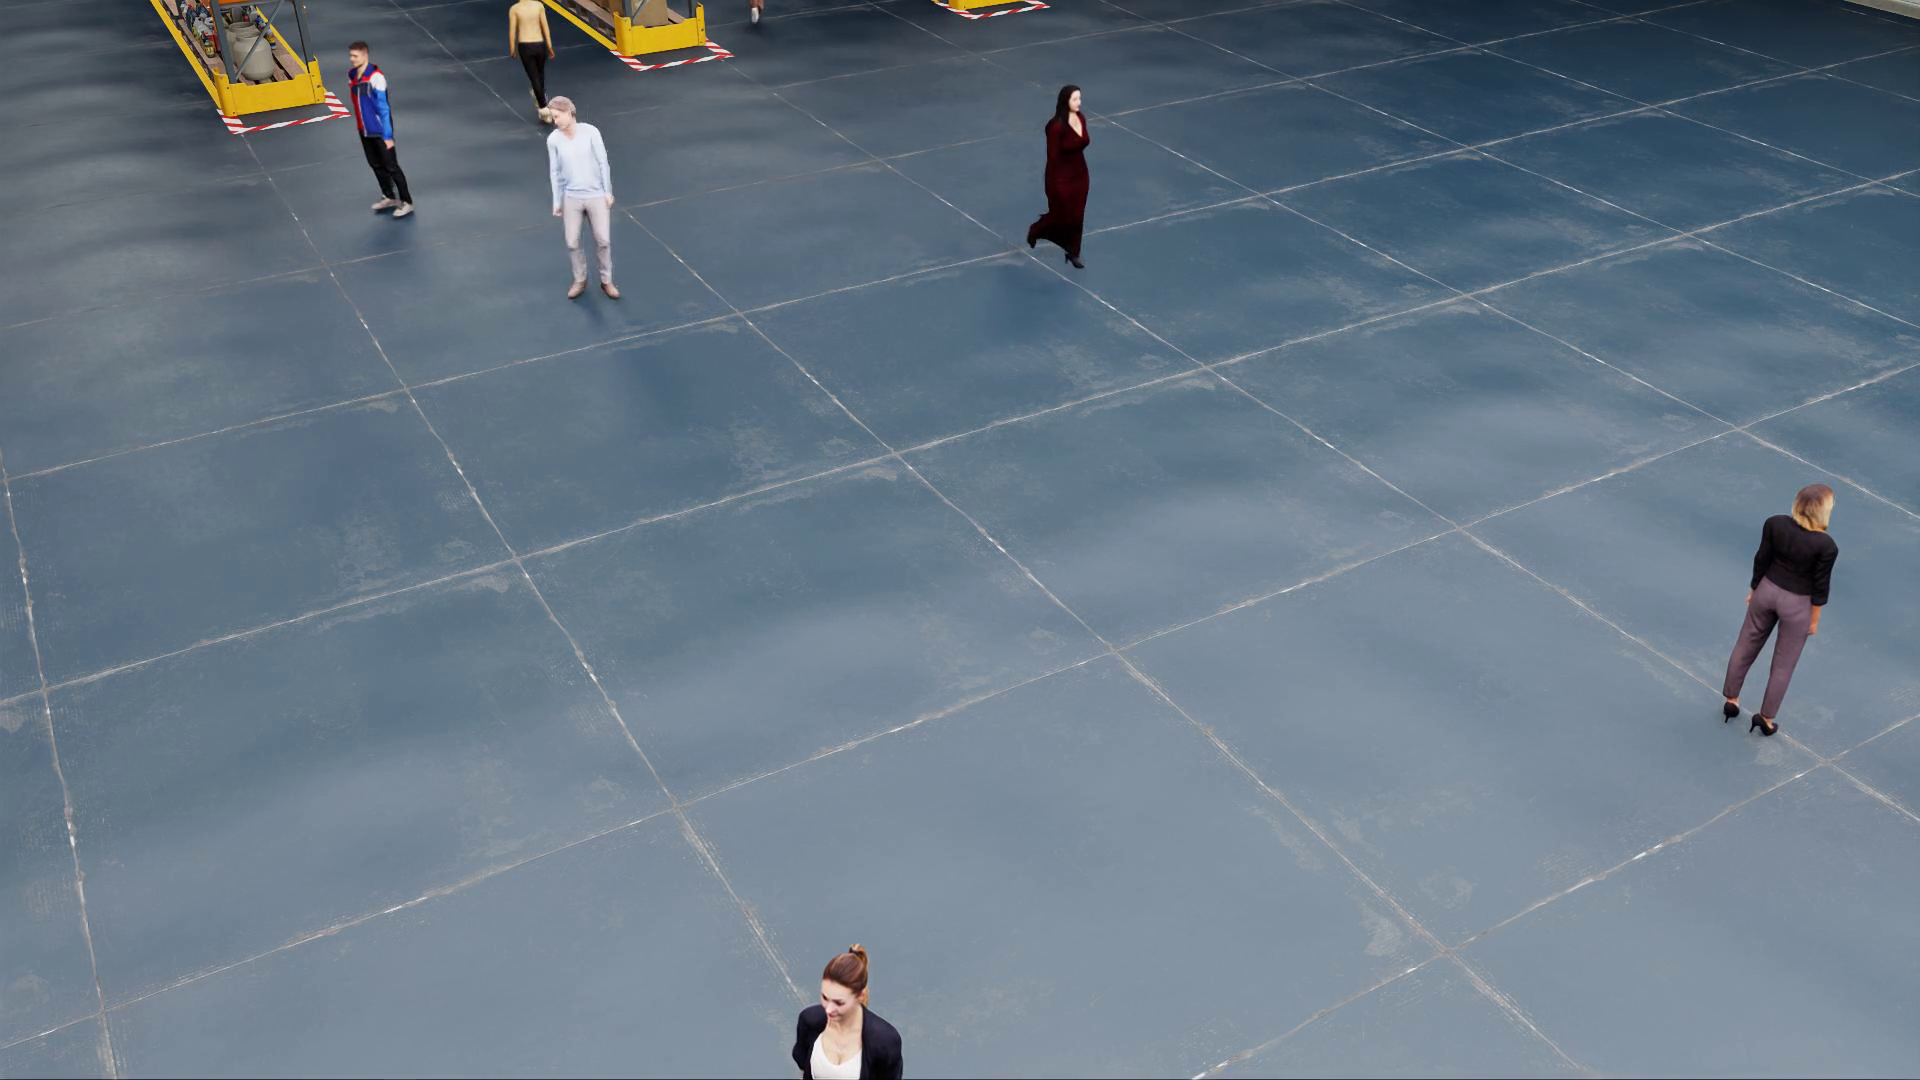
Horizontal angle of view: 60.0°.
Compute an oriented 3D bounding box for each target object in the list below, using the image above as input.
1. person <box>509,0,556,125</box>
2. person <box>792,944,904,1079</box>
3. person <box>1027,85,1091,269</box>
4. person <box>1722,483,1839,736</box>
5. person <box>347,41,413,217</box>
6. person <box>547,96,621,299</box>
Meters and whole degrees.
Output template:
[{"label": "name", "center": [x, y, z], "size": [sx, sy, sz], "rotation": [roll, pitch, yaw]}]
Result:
[{"label": "person", "center": [-4.912, -5.633, 19.219], "size": [0.628, 1.628, 1.063], "rotation": [-18, 36, -26]}, {"label": "person", "center": [-0.426, 2.278, 6.627], "size": [0.695, 1.684, 0.781], "rotation": [12, 34, 19]}, {"label": "person", "center": [0.921, -3.388, 15.554], "size": [0.948, 1.742, 0.817], "rotation": [25, 40, 34]}, {"label": "person", "center": [4.741, 0.402, 9.611], "size": [0.680, 1.672, 0.500], "rotation": [-22, 38, -31]}, {"label": "person", "center": [-5.874, -4.154, 16.759], "size": [0.646, 1.752, 0.782], "rotation": [20, 38, 29]}, {"label": "person", "center": [-3.344, -3.056, 14.914], "size": [0.774, 1.862, 0.727], "rotation": [-11, 34, -17]}]
